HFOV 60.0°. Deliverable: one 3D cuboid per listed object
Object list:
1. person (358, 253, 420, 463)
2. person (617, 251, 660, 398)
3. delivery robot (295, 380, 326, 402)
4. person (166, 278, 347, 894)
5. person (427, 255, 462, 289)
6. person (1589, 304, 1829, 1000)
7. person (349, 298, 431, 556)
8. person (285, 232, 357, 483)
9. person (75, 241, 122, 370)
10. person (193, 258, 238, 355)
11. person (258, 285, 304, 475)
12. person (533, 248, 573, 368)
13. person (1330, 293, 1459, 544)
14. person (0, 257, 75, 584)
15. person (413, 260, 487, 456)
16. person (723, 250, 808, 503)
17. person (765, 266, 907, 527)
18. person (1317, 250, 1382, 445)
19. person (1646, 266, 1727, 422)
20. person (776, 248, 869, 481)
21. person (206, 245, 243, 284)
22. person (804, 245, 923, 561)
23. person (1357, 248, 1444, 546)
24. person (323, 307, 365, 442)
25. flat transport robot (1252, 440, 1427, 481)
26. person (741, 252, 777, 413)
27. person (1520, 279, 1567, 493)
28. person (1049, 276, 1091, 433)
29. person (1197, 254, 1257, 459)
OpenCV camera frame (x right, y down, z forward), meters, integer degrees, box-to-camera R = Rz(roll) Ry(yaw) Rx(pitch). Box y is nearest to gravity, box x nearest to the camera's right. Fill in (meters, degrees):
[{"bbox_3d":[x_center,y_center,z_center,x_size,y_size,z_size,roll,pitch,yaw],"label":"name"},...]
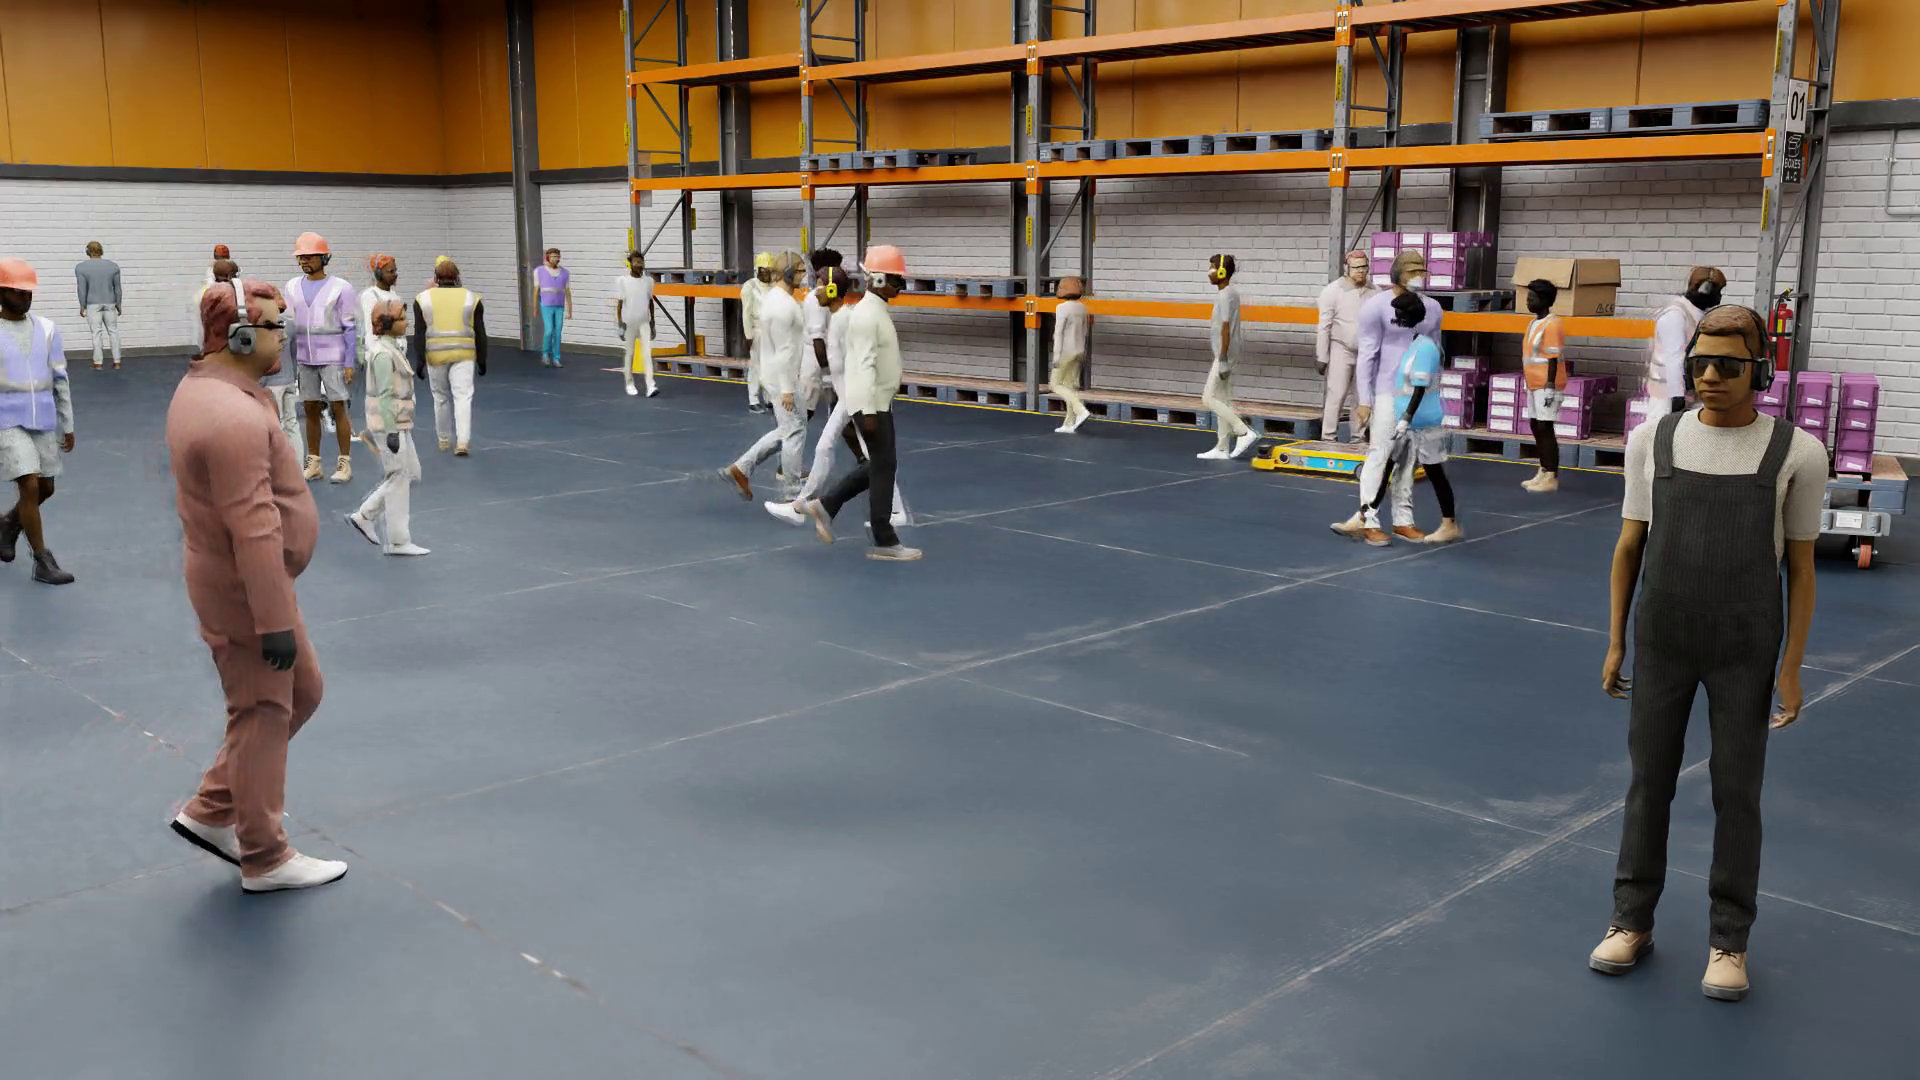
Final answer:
[{"bbox_3d":[-5.047,-1.564,14.544,0.511,1.868,0.580,2,11,11],"label":"person"},{"bbox_3d":[-4.042,-2.703,20.886,0.547,1.819,1.004,-6,12,-28],"label":"person"},{"bbox_3d":[-7.268,-1.692,18.571,0.707,0.478,0.477,0,10,0],"label":"delivery robot"},{"bbox_3d":[-2.134,0.160,5.062,0.421,1.892,0.674,-6,12,-29],"label":"person"},{"bbox_3d":[-7.403,-3.235,24.013,0.526,1.724,0.640,-6,12,-31],"label":"person"},{"bbox_3d":[1.990,0.298,4.453,0.511,1.845,0.341,7,12,34],"label":"person"},{"bbox_3d":[-3.604,-0.701,10.471,0.418,1.629,0.534,-3,11,-14],"label":"person"},{"bbox_3d":[-5.229,-1.476,13.582,0.605,2.045,0.378,2,11,8],"label":"person"},{"bbox_3d":[-12.987,-3.539,25.122,0.632,1.940,0.372,-10,14,-43],"label":"person"},{"bbox_3d":[-7.232,-1.878,16.445,0.637,1.806,0.931,2,11,13],"label":"person"},{"bbox_3d":[-5.478,-1.221,13.310,0.267,1.632,0.509,2,11,12],"label":"person"},{"bbox_3d":[-6.214,-3.539,25.408,0.590,1.827,0.453,-8,13,-36],"label":"person"},{"bbox_3d":[2.912,-0.778,10.844,0.848,1.643,0.534,-3,11,-17],"label":"person"},{"bbox_3d":[-5.554,-0.708,9.798,0.831,1.911,0.546,7,12,33],"label":"person"},{"bbox_3d":[-4.707,-1.681,15.401,0.646,1.797,0.959,-3,11,-16],"label":"person"},{"bbox_3d":[-1.353,-1.145,12.130,0.654,1.919,0.631,-1,10,-7],"label":"person"},{"bbox_3d":[-0.836,-0.972,11.481,1.013,1.808,0.530,1,10,4],"label":"person"},{"bbox_3d":[3.571,-1.678,15.126,0.656,1.893,0.396,-4,11,-21],"label":"person"},{"bbox_3d":[5.076,-0.988,11.587,0.738,1.803,0.723,-8,13,-36],"label":"person"},{"bbox_3d":[-1.060,-1.413,13.586,1.022,1.910,0.622,2,11,10],"label":"person"},{"bbox_3d":[-10.915,-3.441,24.740,0.356,1.883,0.573,7,12,32],"label":"person"},{"bbox_3d":[-0.606,-0.844,10.352,0.688,1.968,0.618,1,10,7],"label":"person"},{"bbox_3d":[2.879,-0.934,10.915,0.636,1.937,0.360,-4,11,-23],"label":"person"},{"bbox_3d":[-6.198,-1.795,16.500,0.720,1.608,0.529,8,13,38],"label":"person"},{"bbox_3d":[3.269,-0.684,14.099,1.431,0.197,0.652,8,13,39],"label":"flat transport robot"},{"bbox_3d":[-2.226,-2.366,19.021,0.404,1.828,0.601,8,13,37],"label":"person"},{"bbox_3d":[4.604,-1.213,13.153,0.340,1.682,0.536,0,10,-1],"label":"person"},{"bbox_3d":[1.131,-1.875,16.921,0.419,1.615,0.515,8,13,36],"label":"person"},{"bbox_3d":[2.401,-1.634,14.953,0.461,1.860,0.505,3,11,17],"label":"person"}]
